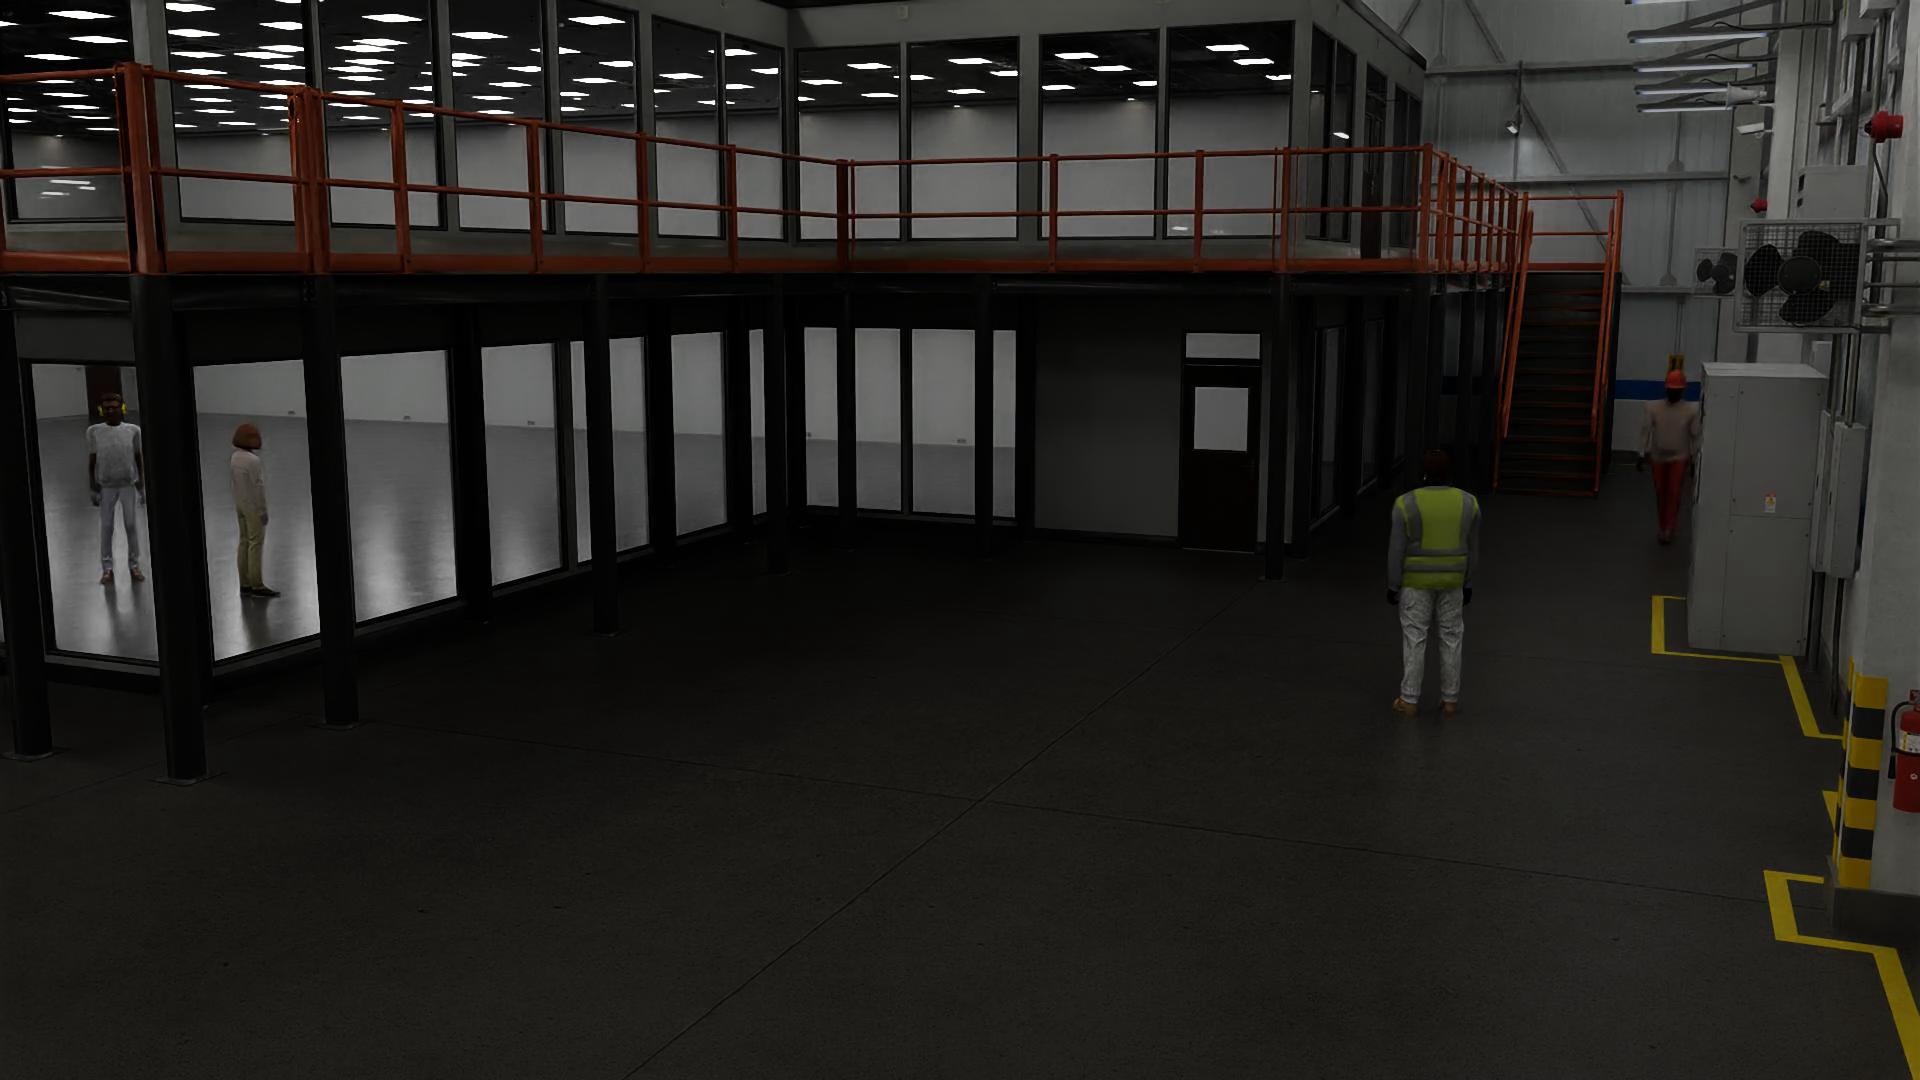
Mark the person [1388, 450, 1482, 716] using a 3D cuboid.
[{"bbox_3d":[3.232,0.298,11.429,0.623,1.844,0.429,0,9,-2],"label":"person"}]

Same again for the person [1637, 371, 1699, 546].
[{"bbox_3d":[7.968,-0.924,18.699,0.614,1.942,1.042,7,11,36],"label":"person"}]
